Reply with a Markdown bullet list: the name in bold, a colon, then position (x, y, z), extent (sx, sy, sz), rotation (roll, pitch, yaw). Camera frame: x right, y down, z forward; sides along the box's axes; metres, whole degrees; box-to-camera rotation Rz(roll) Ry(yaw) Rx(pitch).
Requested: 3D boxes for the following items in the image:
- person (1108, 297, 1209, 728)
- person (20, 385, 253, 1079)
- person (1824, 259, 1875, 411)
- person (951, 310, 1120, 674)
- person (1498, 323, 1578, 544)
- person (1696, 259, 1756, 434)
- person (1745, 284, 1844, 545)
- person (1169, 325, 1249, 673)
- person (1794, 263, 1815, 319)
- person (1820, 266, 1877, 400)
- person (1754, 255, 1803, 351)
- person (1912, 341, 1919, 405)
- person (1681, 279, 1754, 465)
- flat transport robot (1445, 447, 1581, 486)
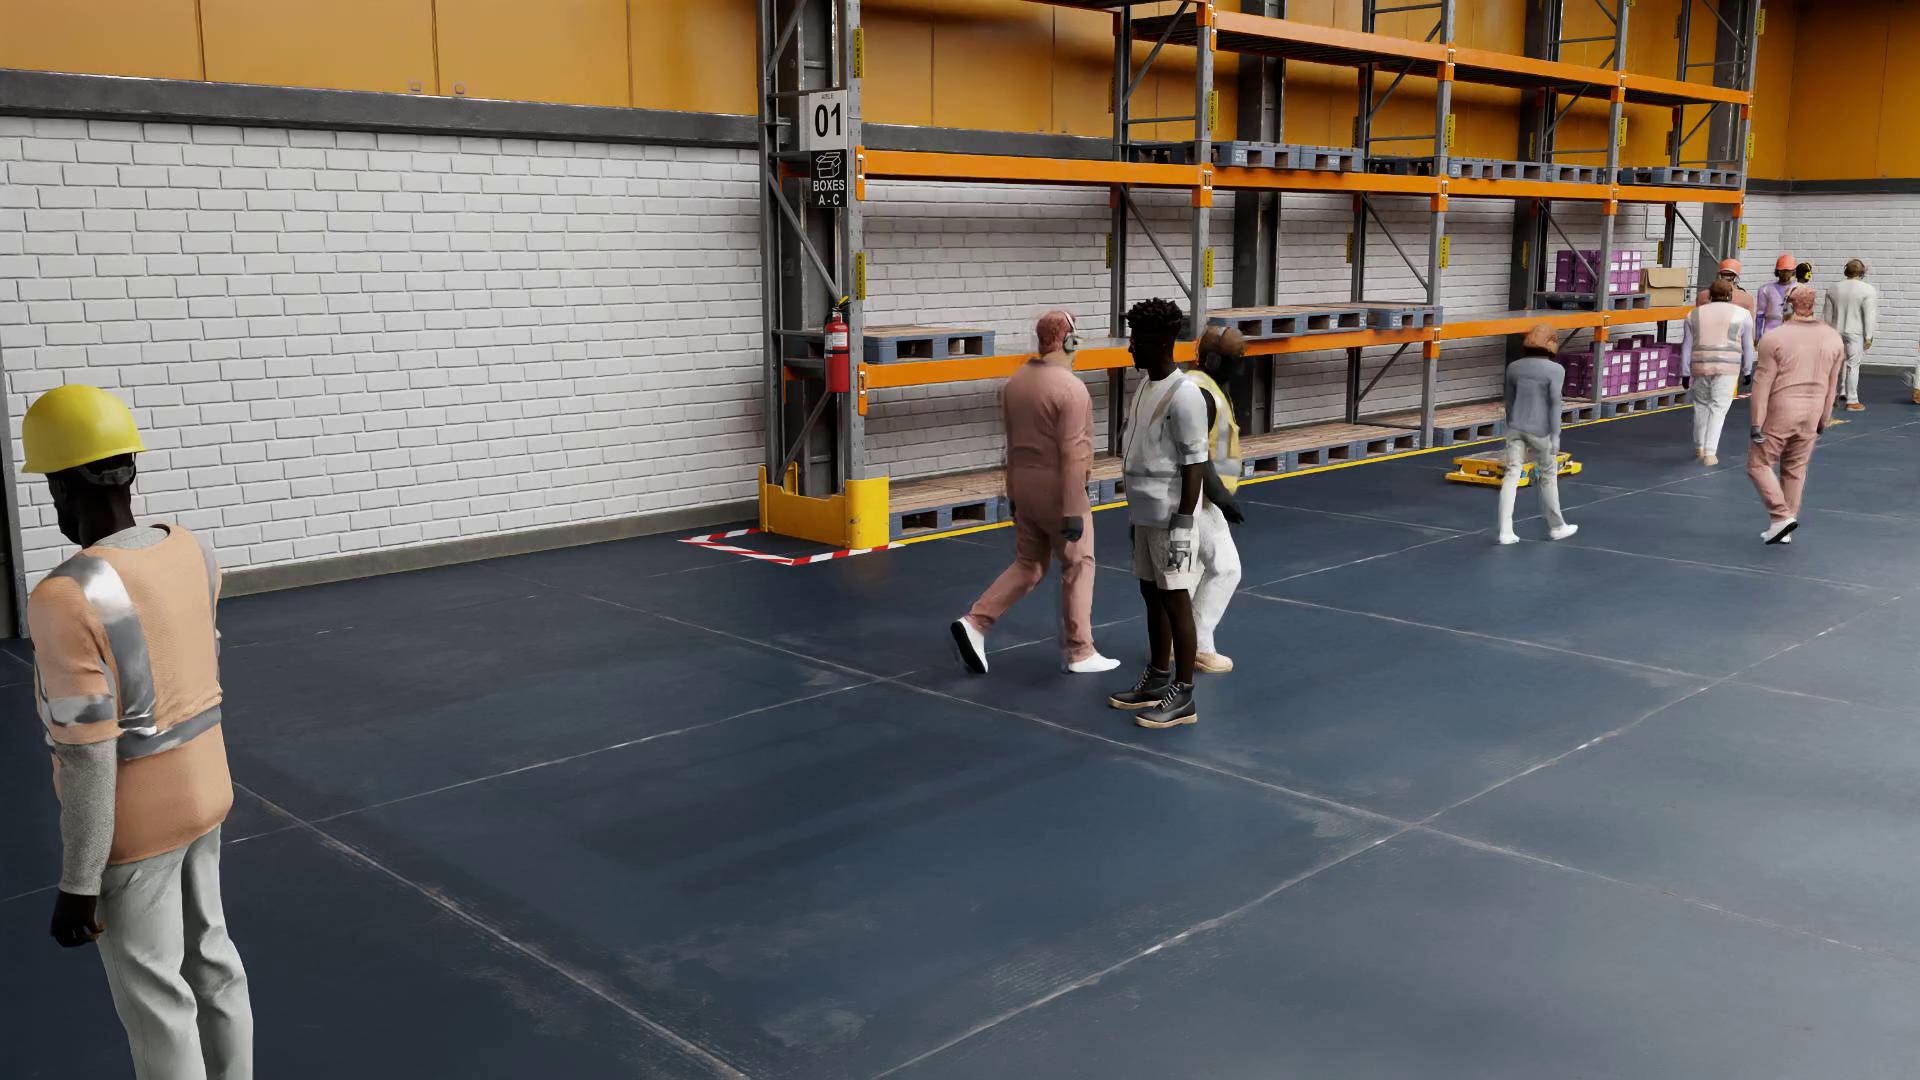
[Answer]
- **person**: position (0.921, -0.125, 7.631), extent (0.366, 1.963, 0.610), rotation (-3, 11, -14)
- **person**: position (-1.836, 0.617, 3.700), extent (0.383, 1.923, 0.588), rotation (1, 10, 4)
- **person**: position (11.410, -2.628, 21.355), extent (0.372, 1.940, 0.630), rotation (-7, 12, -33)
- **person**: position (0.391, -0.221, 8.422), extent (0.824, 1.876, 0.661), rotation (-6, 12, -29)
- **person**: position (4.225, -0.777, 12.151), extent (0.796, 1.592, 0.522), rotation (-8, 13, -36)
- **person**: position (8.646, -2.181, 18.826), extent (0.665, 1.967, 0.784), rotation (6, 12, 30)
- **person**: position (5.960, -0.880, 11.947), extent (0.652, 1.897, 0.606), rotation (-1, 10, -6)
- **person**: position (1.210, -0.191, 8.475), extent (0.539, 1.794, 0.657), rotation (3, 11, 14)
- **person**: position (11.723, -2.947, 23.352), extent (0.356, 1.854, 0.515), rotation (-6, 12, -31)
- **person**: position (12.201, -2.851, 22.876), extent (0.664, 1.868, 0.860), rotation (7, 13, 35)
- **person**: position (10.575, -2.667, 21.423), extent (0.621, 1.999, 1.025), rotation (3, 11, 18)
- **person**: position (8.612, -1.348, 14.419), extent (0.578, 1.918, 0.644), rotation (5, 11, 24)
- **person**: position (7.526, -1.667, 16.501), extent (0.628, 1.803, 0.886), rotation (8, 13, 36)
- **flat transport robot**: position (5.106, -0.684, 15.304), extent (0.652, 0.197, 1.431), rotation (10, 14, 42)
